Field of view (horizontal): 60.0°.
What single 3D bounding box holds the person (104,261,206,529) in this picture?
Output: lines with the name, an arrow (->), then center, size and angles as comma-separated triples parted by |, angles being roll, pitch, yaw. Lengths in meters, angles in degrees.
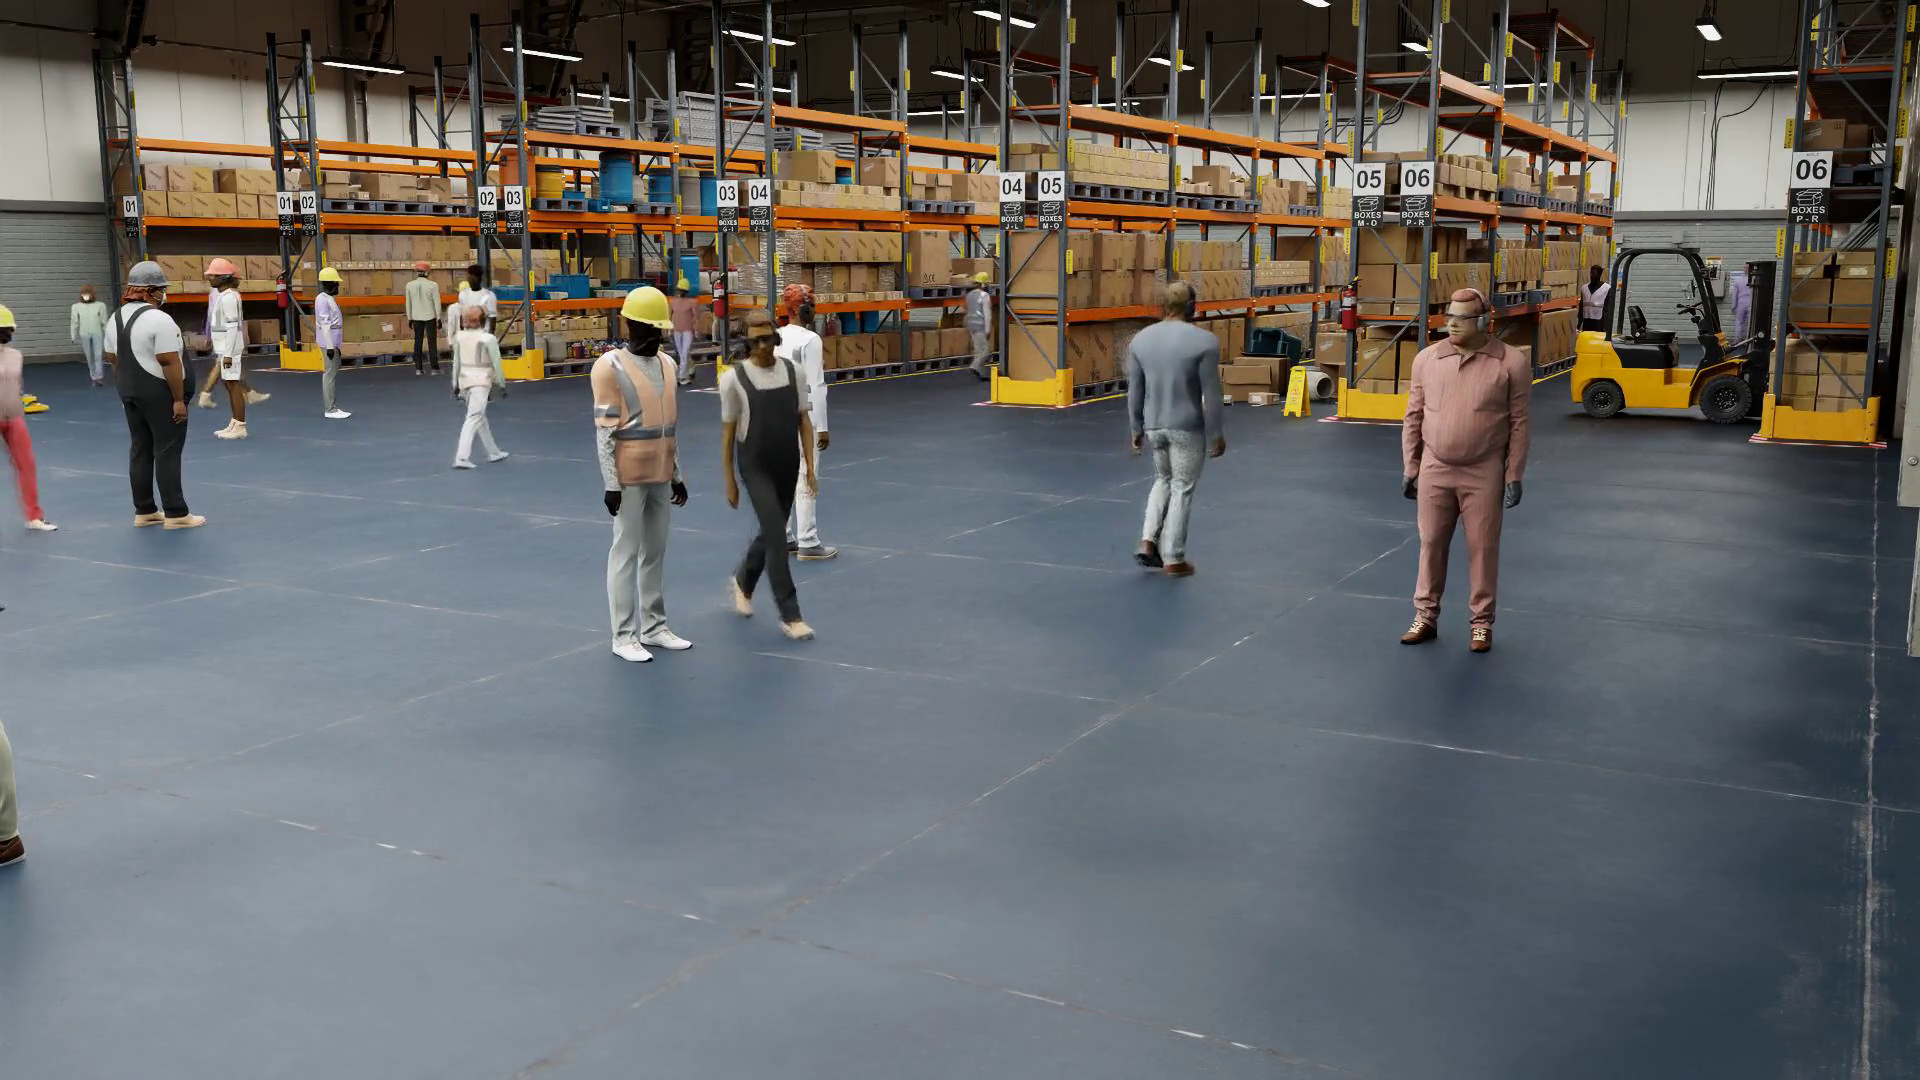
person -> -6.121, -1.107, 12.721 | 0.689, 2.000, 0.539 | 5, 11, 28

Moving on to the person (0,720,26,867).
person -> -3.406, 0.203, 5.569 | 0.327, 1.865, 0.520 | -8, 13, -41

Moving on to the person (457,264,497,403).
person -> -6.816, -2.898, 23.453 | 0.646, 1.956, 0.419 | 4, 10, 20

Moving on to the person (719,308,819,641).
person -> -1.106, -0.388, 9.214 | 0.515, 1.807, 0.918 | -7, 12, -35

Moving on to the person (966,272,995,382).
person -> 0.340, -3.470, 27.192 | 0.451, 1.823, 0.616 | -7, 12, -34

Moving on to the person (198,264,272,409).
person -> -10.042, -2.783, 22.776 | 0.663, 1.974, 1.075 | 7, 12, 37

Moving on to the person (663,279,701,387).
person -> -4.437, -3.297, 26.526 | 0.551, 1.698, 0.929 | 2, 10, 14

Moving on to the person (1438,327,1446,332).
person -> 10.613, -5.077, 37.263 | 0.890, 1.579, 0.528 | 8, 12, 37

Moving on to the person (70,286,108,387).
person -> -13.796, -3.215, 26.361 | 0.530, 1.585, 0.843 | -3, 10, -19

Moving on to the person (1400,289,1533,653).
person -> 2.639, -0.361, 8.755 | 0.652, 1.904, 0.402 | 6, 11, 30

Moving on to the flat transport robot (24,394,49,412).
flat transport robot -> -12.807, -1.767, 21.758 | 0.652, 0.197, 1.431 | 9, 13, 44

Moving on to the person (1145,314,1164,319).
person -> 3.819, -4.408, 32.627 | 0.522, 1.851, 0.765 | 8, 12, 38

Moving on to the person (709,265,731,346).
person -> -5.561, -5.402, 38.383 | 0.532, 1.864, 0.310 | 5, 11, 28

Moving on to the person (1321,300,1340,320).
person -> 8.638, -5.417, 38.437 | 0.964, 1.896, 0.536 | -3, 10, -15

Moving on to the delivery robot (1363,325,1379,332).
delivery robot -> 9.372, -4.630, 37.414 | 0.707, 0.478, 0.477 | -2, 10, -10

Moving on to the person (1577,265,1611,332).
person -> 10.993, -3.799, 28.836 | 0.392, 1.920, 0.593 | -8, 13, -39

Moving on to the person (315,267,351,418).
person -> -8.059, -2.523, 21.341 | 0.365, 1.927, 0.588 | -2, 10, -14

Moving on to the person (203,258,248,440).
person -> -8.324, -2.160, 18.866 | 0.365, 2.048, 0.608 | -5, 11, -29

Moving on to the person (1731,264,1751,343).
person -> 17.920, -5.334, 37.860 | 0.652, 1.906, 0.402 | 4, 10, 21

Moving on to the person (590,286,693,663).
person -> -1.628, -0.343, 8.600 | 0.374, 1.920, 0.584 | 6, 11, 29

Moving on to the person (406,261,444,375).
person -> -9.358, -3.880, 29.089 | 0.622, 1.992, 0.397 | 1, 10, 5

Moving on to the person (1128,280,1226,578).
person -> 1.410, -0.710, 10.761 | 0.635, 1.925, 0.439 | 8, 13, 41

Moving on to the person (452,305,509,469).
person -> -4.744, -1.510, 16.400 | 0.535, 1.588, 0.877 | 5, 11, 27

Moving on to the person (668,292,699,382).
person -> -4.546, -3.417, 27.545 | 0.493, 1.602, 0.733 | 4, 11, 23

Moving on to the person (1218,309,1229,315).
person -> 6.439, -5.734, 40.157 | 0.516, 1.921, 0.551 | 2, 10, 13

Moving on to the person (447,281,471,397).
person -> -7.220, -2.928, 24.315 | 0.545, 1.720, 0.904 | -5, 11, -25

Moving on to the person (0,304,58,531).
person -> -7.301, -0.913, 12.519 | 0.814, 1.727, 0.537 | 3, 10, 17

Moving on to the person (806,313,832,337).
person -> -2.574, -3.920, 29.523 | 0.625, 1.934, 0.363 | 0, 10, -1

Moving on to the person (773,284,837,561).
person -> -1.101, -0.801, 11.388 | 0.340, 1.882, 0.586 | -9, 13, -42

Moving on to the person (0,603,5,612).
person -> -5.791, -0.455, 9.510 | 0.604, 1.824, 0.606 | 9, 13, 41
